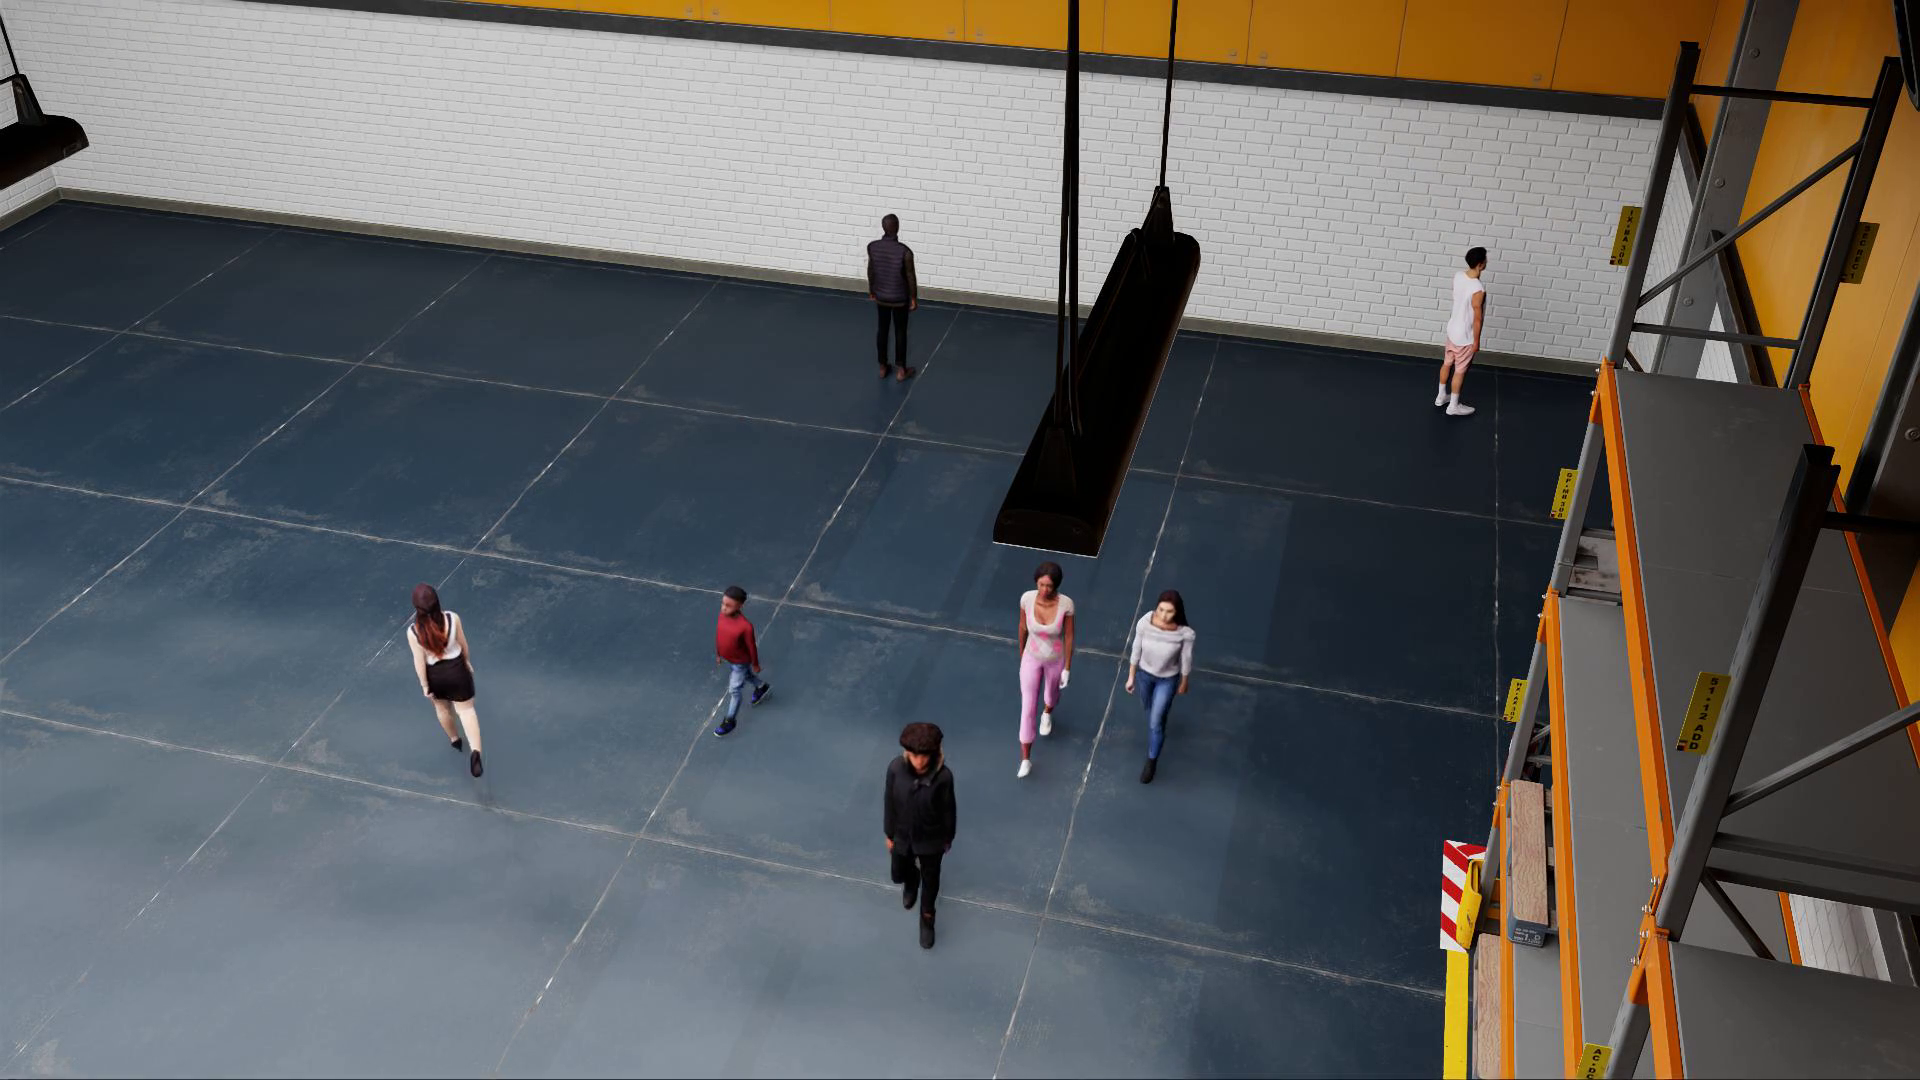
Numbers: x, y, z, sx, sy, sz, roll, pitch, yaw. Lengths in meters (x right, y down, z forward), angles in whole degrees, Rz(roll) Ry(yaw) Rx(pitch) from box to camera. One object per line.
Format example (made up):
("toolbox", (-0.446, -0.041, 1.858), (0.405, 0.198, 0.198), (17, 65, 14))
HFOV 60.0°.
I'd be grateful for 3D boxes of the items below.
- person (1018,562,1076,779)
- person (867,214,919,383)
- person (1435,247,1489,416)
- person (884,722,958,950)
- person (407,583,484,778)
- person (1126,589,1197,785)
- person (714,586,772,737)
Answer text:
("person", (0.659, 0.859, 12.429), (0.635, 1.694, 1.146), (6, 34, 8))
("person", (-0.719, -2.547, 17.427), (0.731, 1.835, 0.607), (13, 36, 19))
("person", (5.089, -2.122, 16.827), (0.790, 1.791, 0.686), (-9, 35, -14))
("person", (-0.267, 1.850, 10.874), (0.700, 1.766, 0.830), (3, 34, 5))
("person", (-3.740, 1.049, 12.202), (0.960, 1.629, 1.034), (-18, 38, -25))
("person", (1.490, 0.985, 12.322), (0.777, 1.604, 1.081), (18, 37, 24))
("person", (-1.669, 0.856, 12.844), (0.764, 1.240, 0.959), (27, 42, 34))
